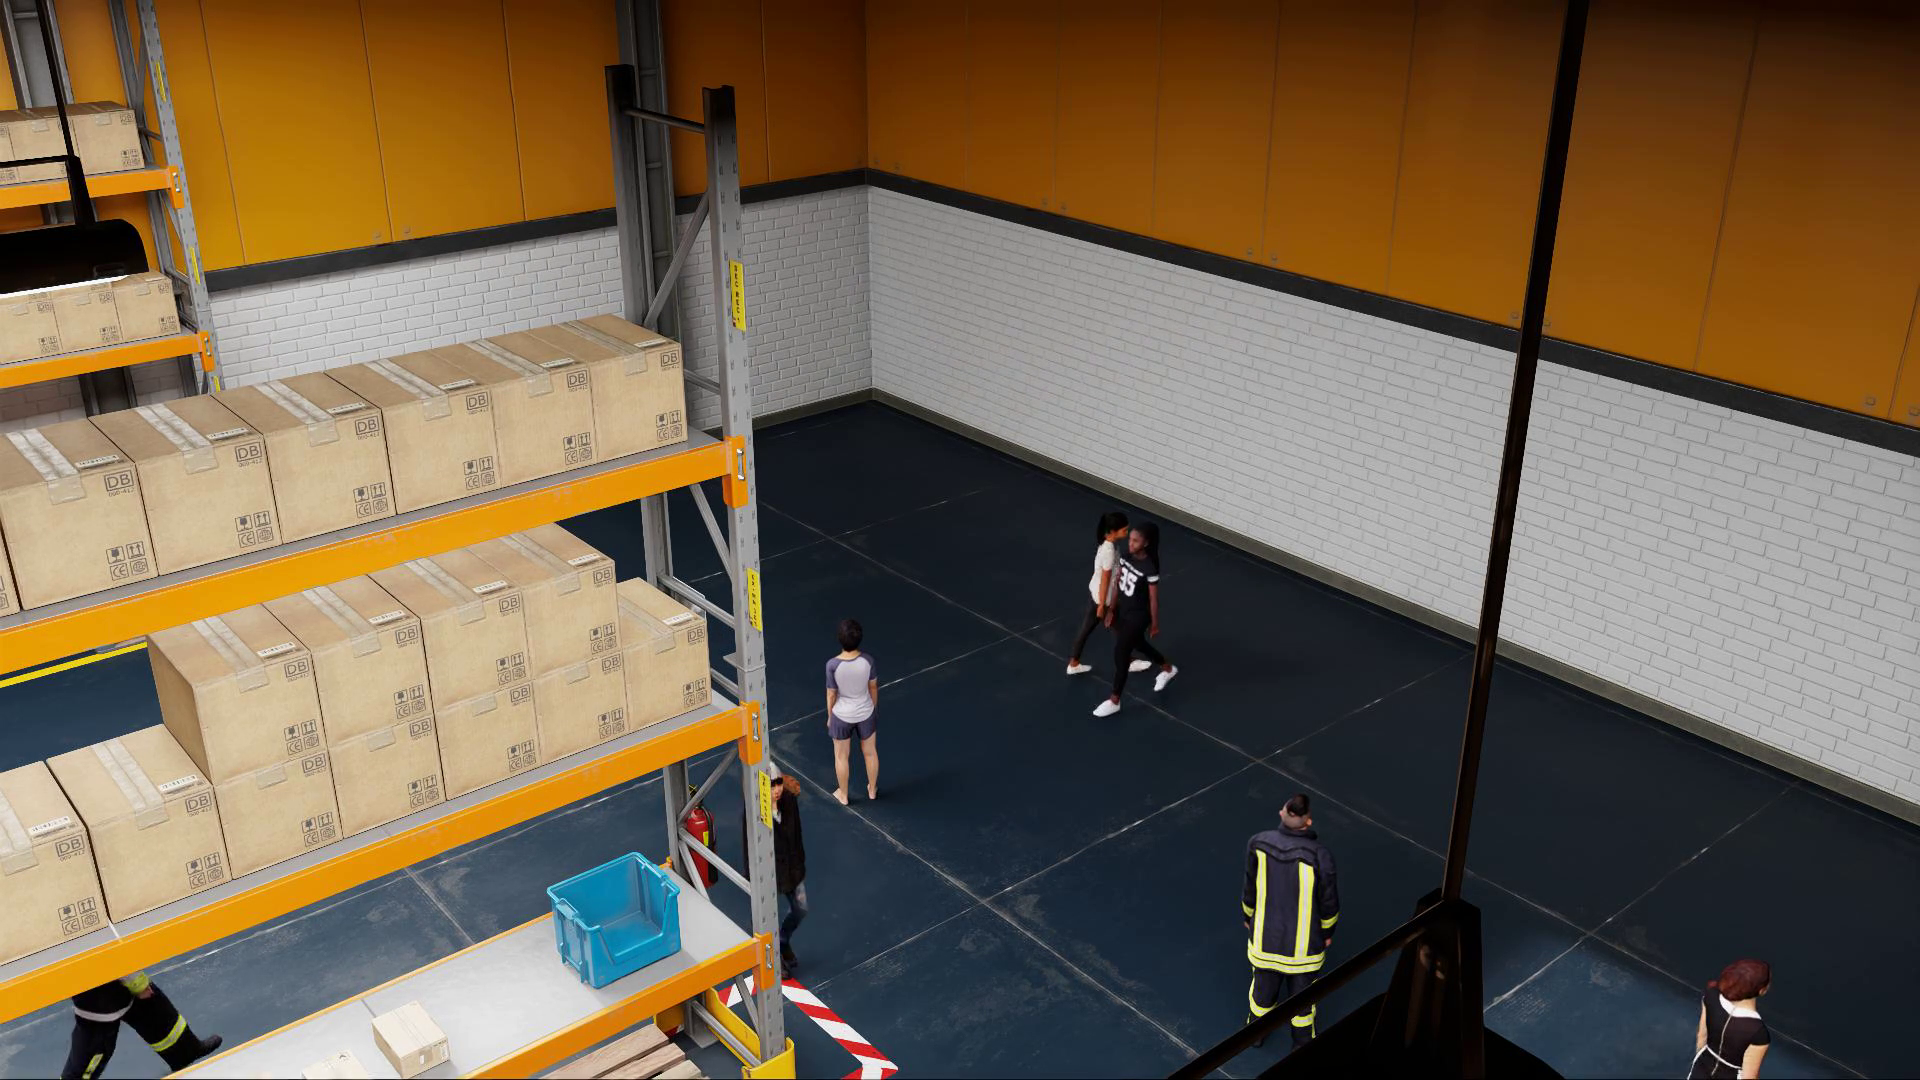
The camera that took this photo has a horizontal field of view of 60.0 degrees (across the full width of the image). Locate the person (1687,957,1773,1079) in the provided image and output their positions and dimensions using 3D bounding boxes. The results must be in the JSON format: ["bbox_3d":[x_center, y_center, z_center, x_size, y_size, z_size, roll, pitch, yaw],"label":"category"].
[{"bbox_3d":[3.945,2.982,8.816,1.155,1.759,0.722,-13,27,-27],"label":"person"}]

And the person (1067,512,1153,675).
[{"bbox_3d":[1.198,0.514,14.661,1.113,1.600,0.990,-3,24,-6],"label":"person"}]

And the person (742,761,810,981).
[{"bbox_3d":[-1.247,2.131,10.930,0.543,1.625,0.698,-17,29,-34],"label":"person"}]

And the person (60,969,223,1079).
[{"bbox_3d":[-5.046,2.538,9.618,1.232,1.930,0.783,-18,29,-35],"label":"person"}]

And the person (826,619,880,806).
[{"bbox_3d":[-0.828,1.318,12.863,0.584,1.565,0.698,-7,24,-15],"label":"person"}]

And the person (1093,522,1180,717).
[{"bbox_3d":[1.567,0.645,14.242,1.213,1.696,0.775,-12,26,-25],"label":"person"}]

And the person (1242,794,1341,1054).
[{"bbox_3d":[2.007,2.332,10.179,0.857,1.859,0.850,11,26,24],"label":"person"}]
